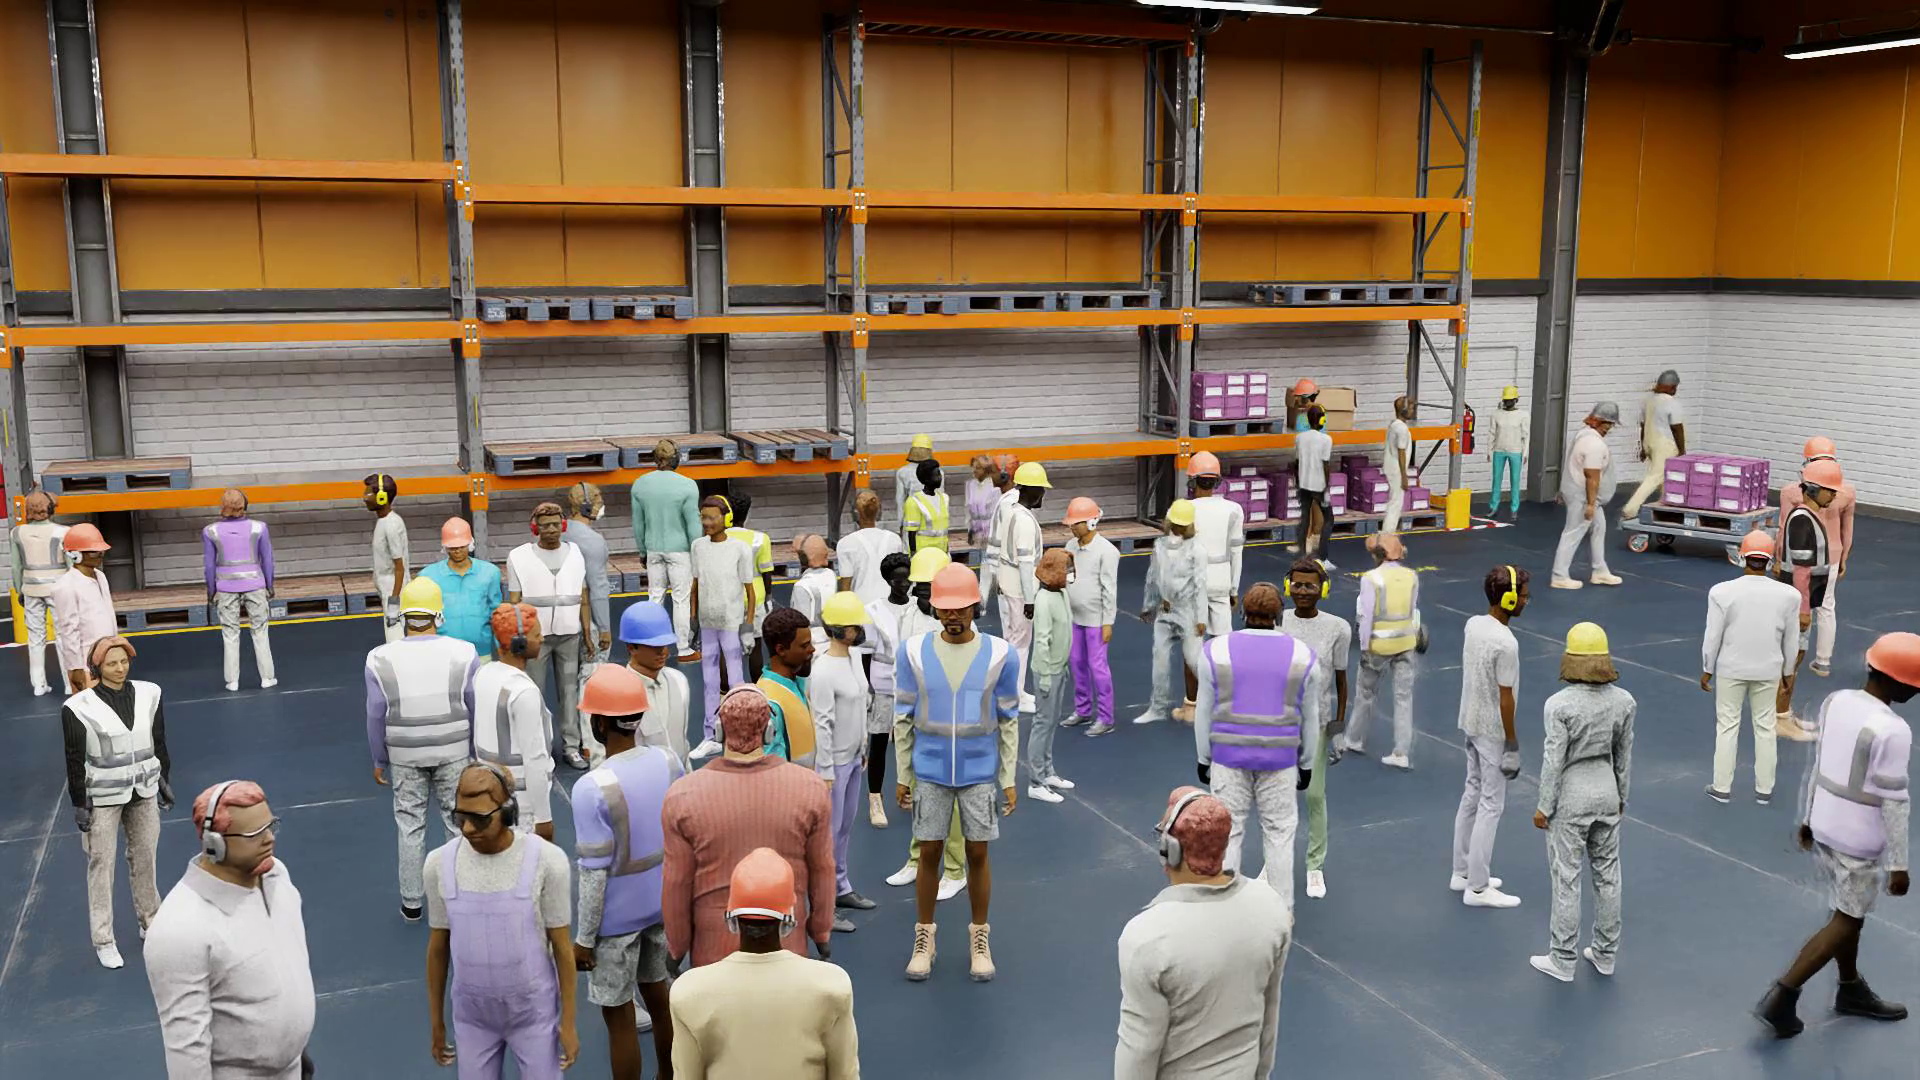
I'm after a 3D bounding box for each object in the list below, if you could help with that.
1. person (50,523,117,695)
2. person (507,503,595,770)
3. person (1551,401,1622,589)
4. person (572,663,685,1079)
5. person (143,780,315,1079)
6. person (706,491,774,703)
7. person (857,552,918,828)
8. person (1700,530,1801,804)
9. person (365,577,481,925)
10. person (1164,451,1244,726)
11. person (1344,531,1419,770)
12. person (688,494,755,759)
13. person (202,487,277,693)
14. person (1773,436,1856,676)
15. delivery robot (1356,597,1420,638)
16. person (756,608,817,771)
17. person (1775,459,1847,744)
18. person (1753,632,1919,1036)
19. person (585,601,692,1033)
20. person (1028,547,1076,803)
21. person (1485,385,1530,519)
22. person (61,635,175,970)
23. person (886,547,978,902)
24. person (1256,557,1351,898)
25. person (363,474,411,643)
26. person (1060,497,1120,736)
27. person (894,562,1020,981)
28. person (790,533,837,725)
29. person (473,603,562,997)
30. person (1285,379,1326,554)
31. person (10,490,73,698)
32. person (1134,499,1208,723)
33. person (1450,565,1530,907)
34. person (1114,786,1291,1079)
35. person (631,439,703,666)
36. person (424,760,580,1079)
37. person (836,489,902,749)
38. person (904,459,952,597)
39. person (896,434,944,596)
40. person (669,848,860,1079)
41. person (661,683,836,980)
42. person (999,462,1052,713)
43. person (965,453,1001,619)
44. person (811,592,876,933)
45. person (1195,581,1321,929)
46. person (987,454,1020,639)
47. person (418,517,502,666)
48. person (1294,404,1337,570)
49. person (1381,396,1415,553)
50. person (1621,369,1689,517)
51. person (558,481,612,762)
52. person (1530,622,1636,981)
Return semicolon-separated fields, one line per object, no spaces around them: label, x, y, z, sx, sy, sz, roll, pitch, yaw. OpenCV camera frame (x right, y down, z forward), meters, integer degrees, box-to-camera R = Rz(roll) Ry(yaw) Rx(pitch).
person;-5.665;0.758;10.874;0.326;1.752;0.560;-1;10;-4
person;-2.753;0.654;11.202;0.563;1.847;0.388;-6;11;-29
person;6.557;-0.492;17.245;0.725;2.000;0.700;2;10;11
person;-1.309;1.430;6.473;0.354;1.939;0.544;5;11;29
person;-2.205;1.669;5.183;0.399;1.909;0.642;1;10;6
person;-1.687;0.469;12.700;0.542;1.695;0.316;0;10;-2
person;-0.377;0.906;10.187;0.535;1.697;0.318;-5;11;-27
person;5.017;0.806;10.598;0.573;1.748;0.342;2;10;10
person;-2.772;1.097;8.692;0.597;1.832;0.404;-3;10;-17
person;1.788;0.360;12.329;0.609;2.044;0.393;-3;10;-15
person;2.880;0.733;11.420;0.525;1.595;0.773;-4;11;-23
person;-1.641;0.604;11.414;0.530;1.874;0.311;5;11;25
person;-5.733;0.399;13.262;0.512;1.642;0.311;-4;10;-20
person;7.030;0.142;13.729;0.611;1.995;0.375;0;10;1
delivery robot;3.775;0.649;14.682;0.477;0.478;0.707;-1;10;-8
person;-0.806;1.247;7.580;0.392;1.920;0.593;0;10;-2
person;6.079;0.431;11.950;0.392;2.034;0.605;5;11;26
person;3.924;1.302;7.396;0.780;1.888;0.615;0;10;-2
person;-1.430;1.231;7.586;0.390;1.949;0.602;7;12;34
person;0.597;0.849;10.693;0.270;1.632;0.504;3;10;18
person;7.189;-1.151;21.840;0.533;1.765;0.330;6;11;30
person;-4.152;1.272;8.236;0.309;1.641;0.514;6;12;32
person;-0.153;0.986;9.045;0.594;1.929;0.354;9;13;43
person;1.850;1.012;9.060;0.513;1.877;0.328;3;10;19
person;-4.261;0.432;12.419;0.311;1.869;0.532;-4;11;-23
person;0.916;0.547;12.144;0.354;1.737;0.574;-7;12;-34
person;-0.018;1.113;7.993;0.604;2.044;0.375;0;10;3
person;-0.977;0.763;11.180;0.308;1.637;0.514;3;10;19
person;-2.078;1.222;7.823;0.337;1.882;0.584;-8;13;-38
person;4.019;-0.855;19.366;0.405;2.034;0.608;7;12;34
person;-7.180;0.428;13.098;0.516;1.640;0.314;0;10;-1
person;1.625;0.530;12.311;0.495;1.725;0.604;-8;13;-40
person;2.855;1.047;8.924;0.341;1.857;0.521;-1;10;-7
person;0.695;1.684;5.099;0.651;1.907;0.409;-7;12;-36
person;-2.460;0.107;14.090;0.632;1.939;0.368;3;10;17
person;-1.550;1.623;5.667;0.524;1.833;0.339;1;10;3
person;-0.651;0.556;11.770;0.520;1.844;0.331;-6;12;-31
person;-0.272;0.128;14.659;0.318;1.699;0.535;8;13;39
person;-0.377;-0.172;16.284;0.487;1.735;0.324;3;10;16
person;-0.577;1.776;5.005;0.562;1.752;0.324;-1;10;-6
person;-0.798;1.477;6.290;0.655;1.906;0.407;-2;10;-14
person;0.497;0.361;12.689;0.397;1.920;0.586;-1;10;-6
person;0.332;-0.075;16.137;0.867;1.592;0.528;-9;14;-43
person;-0.602;1.135;8.663;0.319;1.767;0.534;3;10;17
person;1.523;1.126;8.560;0.632;1.832;0.435;1;10;7
person;0.384;0.237;13.501;0.341;1.882;0.587;1;10;7
person;-3.334;0.708;11.159;0.573;1.749;0.342;-4;11;-23
person;3.914;-0.562;18.197;0.610;1.848;0.538;-9;13;-42
person;5.104;-0.762;19.405;0.357;1.832;0.526;1;10;4
person;9.046;-1.238;21.548;1.000;2.000;0.678;-1;10;-6
person;-2.593;0.556;11.500;0.354;1.938;0.635;-8;13;-39
person;2.997;1.258;8.042;0.492;1.736;0.328;-3;10;-15
